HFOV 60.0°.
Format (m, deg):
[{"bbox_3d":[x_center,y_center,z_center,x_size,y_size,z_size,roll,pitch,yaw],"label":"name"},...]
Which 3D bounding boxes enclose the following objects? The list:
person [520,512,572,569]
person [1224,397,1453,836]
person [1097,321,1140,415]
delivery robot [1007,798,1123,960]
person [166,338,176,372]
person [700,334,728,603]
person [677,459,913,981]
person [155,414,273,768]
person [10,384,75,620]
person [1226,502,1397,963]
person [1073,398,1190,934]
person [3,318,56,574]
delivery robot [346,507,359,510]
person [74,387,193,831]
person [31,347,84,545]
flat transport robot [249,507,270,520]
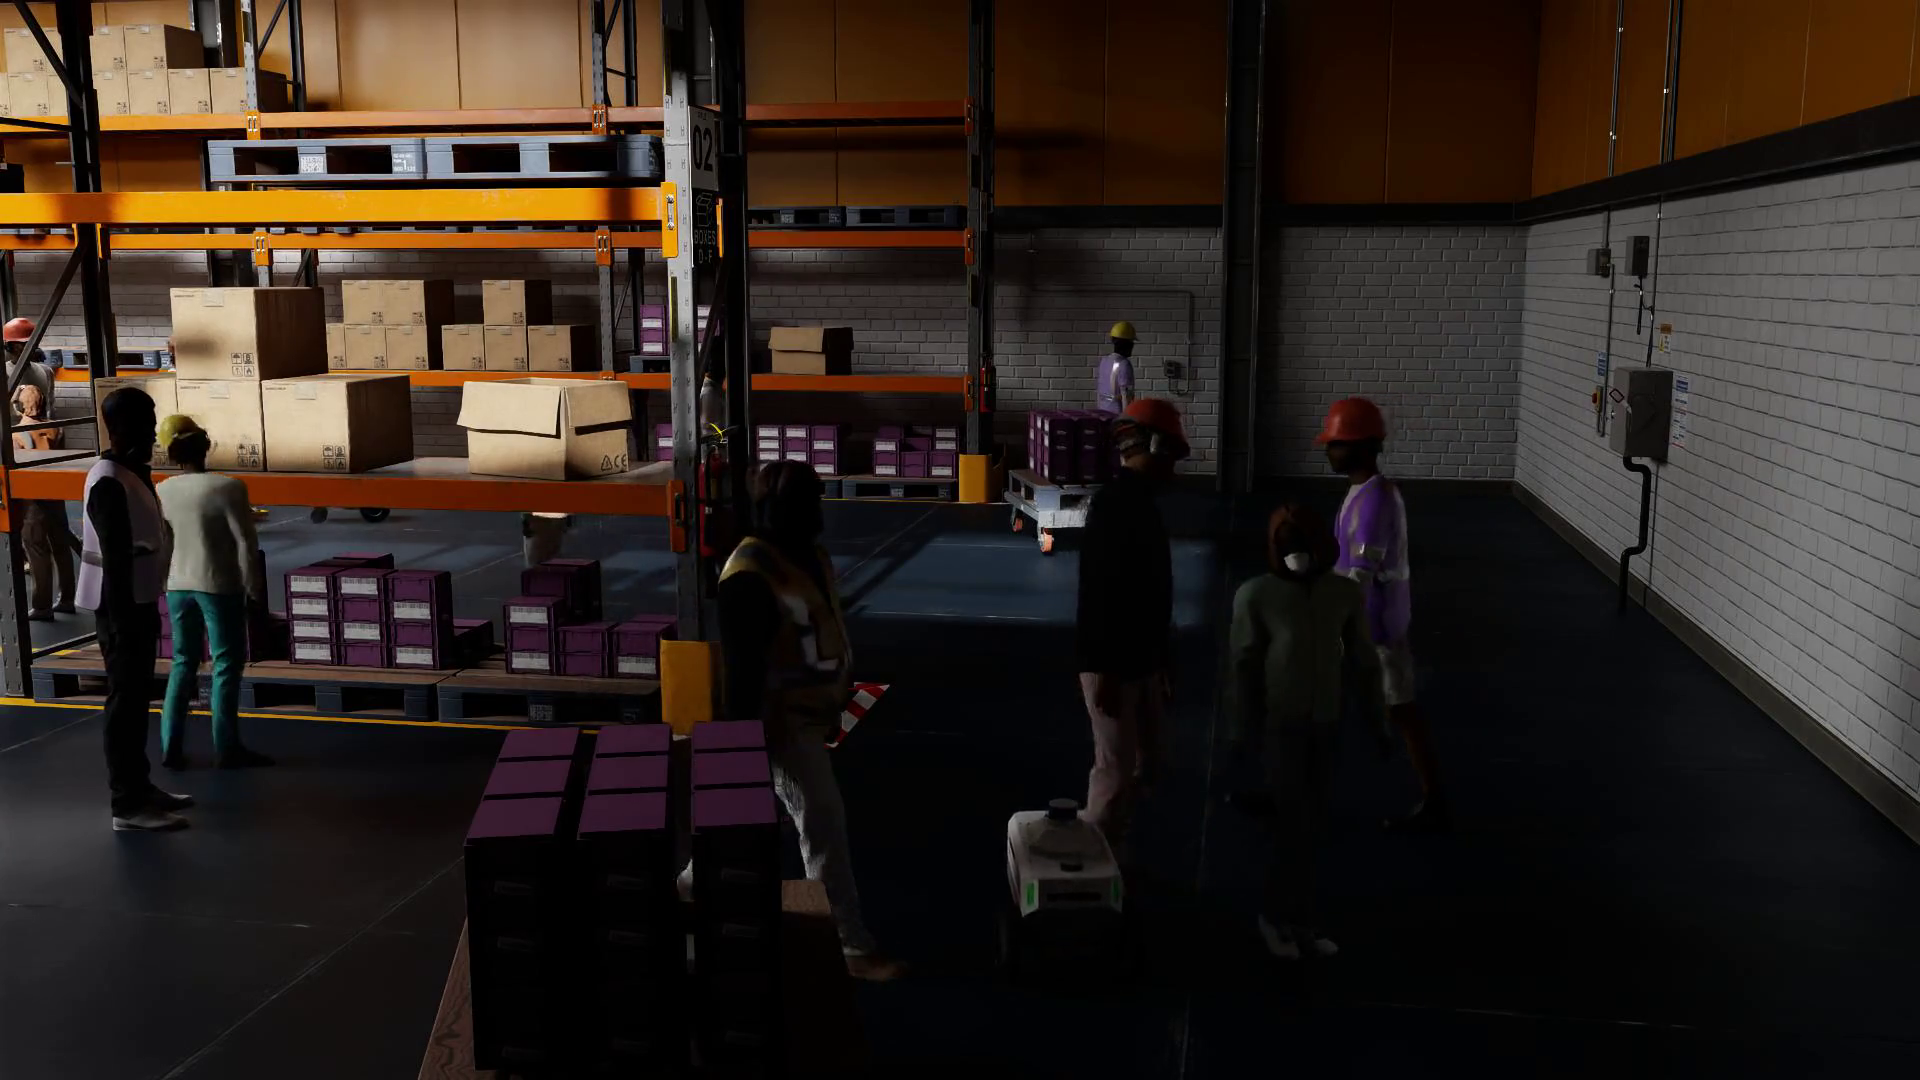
[{"bbox_3d":[-2.684,-0.161,11.000,0.626,1.624,0.523,4,10,23],"label":"person"},{"bbox_3d":[1.668,0.343,7.043,0.989,1.882,0.558,0,9,-1],"label":"person"},{"bbox_3d":[1.576,-1.194,16.451,0.385,1.922,0.594,-4,10,-21],"label":"person"},{"bbox_3d":[0.359,1.153,5.840,0.477,0.478,0.707,0,9,-3],"label":"delivery robot"},{"bbox_3d":[-6.805,-0.911,14.892,0.646,1.854,0.636,7,11,36],"label":"person"},{"bbox_3d":[-1.786,-0.525,12.195,0.388,1.958,0.607,-1,9,-9],"label":"person"},{"bbox_3d":[-0.640,0.606,5.736,0.934,1.804,0.640,2,9,14],"label":"person"},{"bbox_3d":[-3.661,0.269,8.008,0.597,1.729,0.361,3,10,16],"label":"person"},{"bbox_3d":[-6.398,-0.262,11.548,0.310,1.642,0.514,2,9,11],"label":"person"},{"bbox_3d":[1.240,0.676,5.813,0.544,1.615,0.418,-4,10,-25],"label":"person"},{"bbox_3d":[0.586,0.463,6.156,0.413,1.951,0.694,4,10,25],"label":"person"},{"bbox_3d":[-7.475,-0.756,13.364,0.370,2.044,0.608,3,10,19],"label":"person"},{"bbox_3d":[-5.919,-0.501,16.085,0.707,0.478,0.477,-4,10,-19],"label":"delivery robot"},{"bbox_3d":[-3.613,0.296,7.232,0.396,1.917,0.590,-3,10,-18],"label":"person"},{"bbox_3d":[-8.152,-0.788,14.386,0.961,1.788,0.714,-1,9,-7],"label":"person"},{"bbox_3d":[-7.391,-0.258,15.761,0.652,0.197,1.431,7,12,39],"label":"flat transport robot"}]
